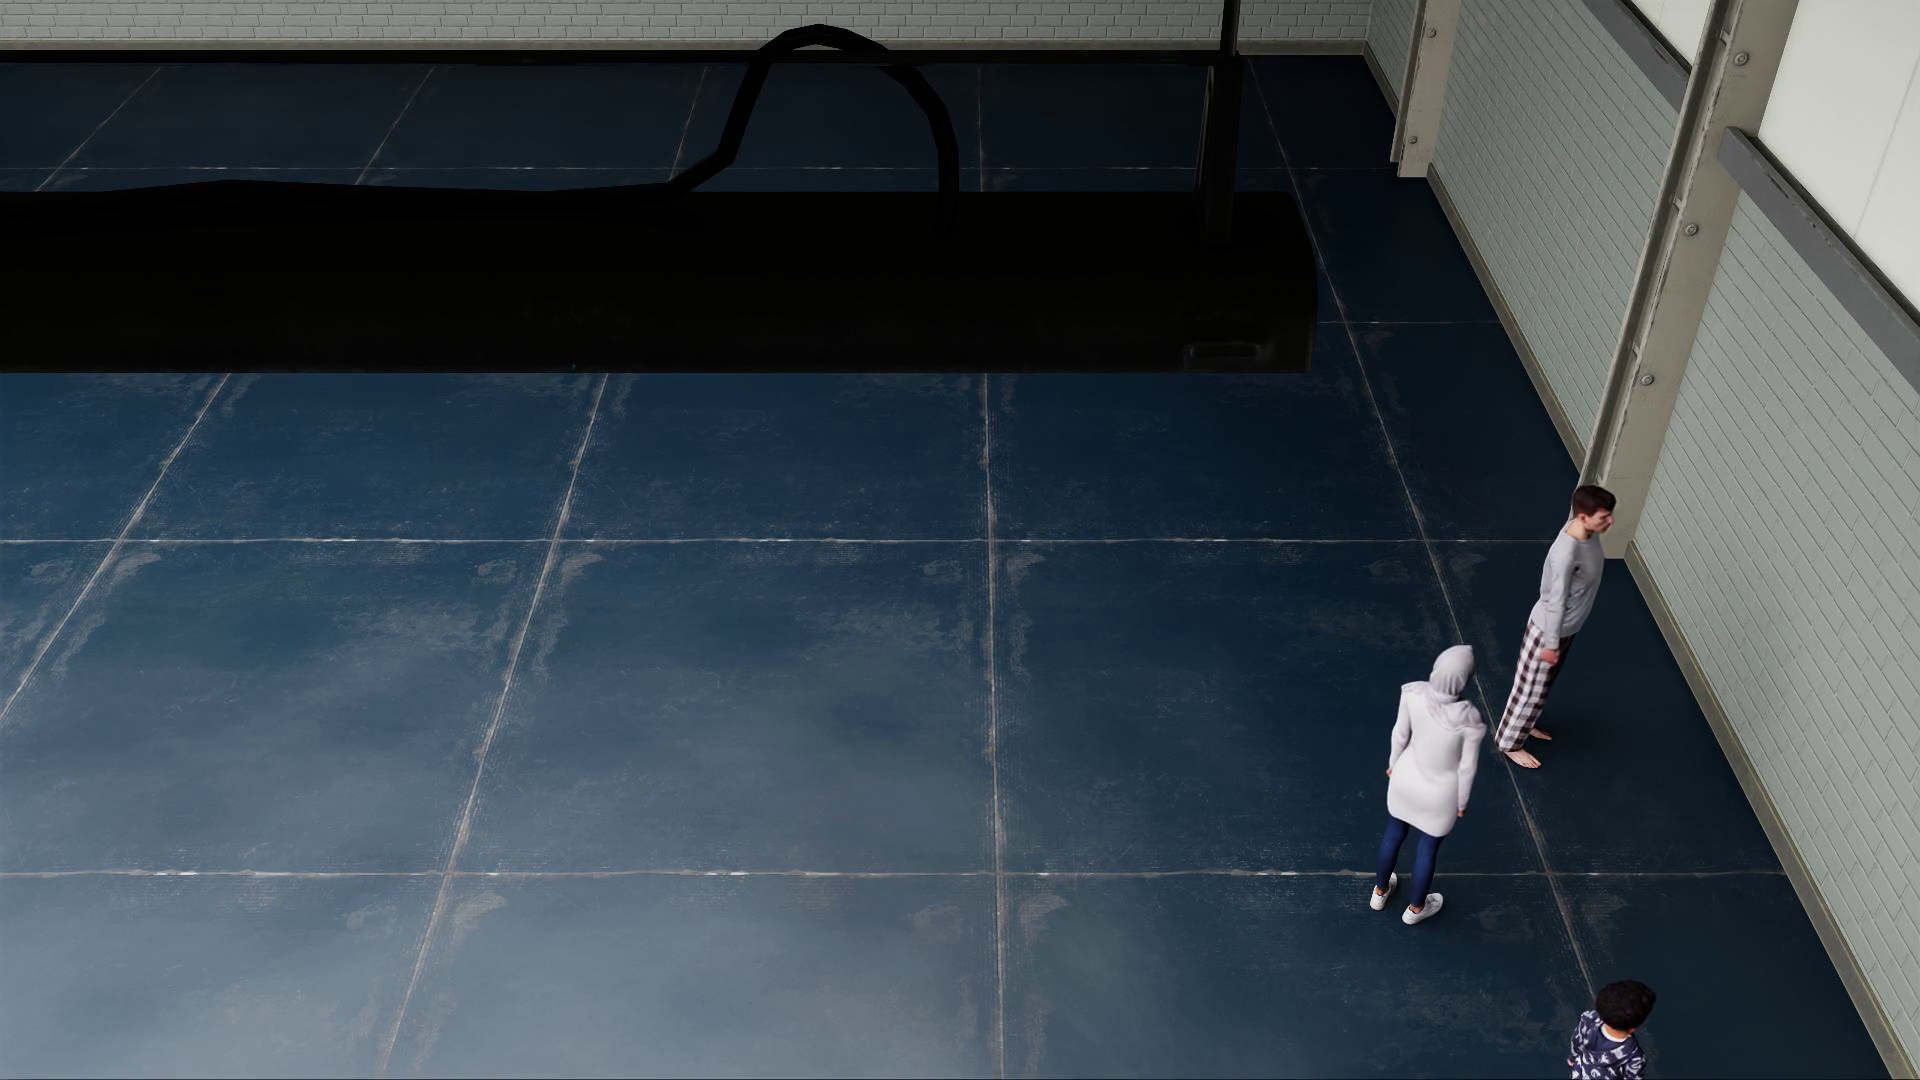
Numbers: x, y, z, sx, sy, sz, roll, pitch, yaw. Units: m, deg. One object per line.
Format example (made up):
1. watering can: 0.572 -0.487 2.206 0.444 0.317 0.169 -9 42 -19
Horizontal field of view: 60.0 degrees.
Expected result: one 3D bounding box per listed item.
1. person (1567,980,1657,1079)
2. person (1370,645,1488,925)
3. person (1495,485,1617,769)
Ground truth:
1. person: 2.811 2.363 7.303 0.642 1.251 0.560 -20 42 -25
2. person: 2.341 1.234 8.356 0.688 1.775 0.741 29 46 33
3. person: 3.329 0.457 9.318 0.771 1.847 0.676 24 43 28
